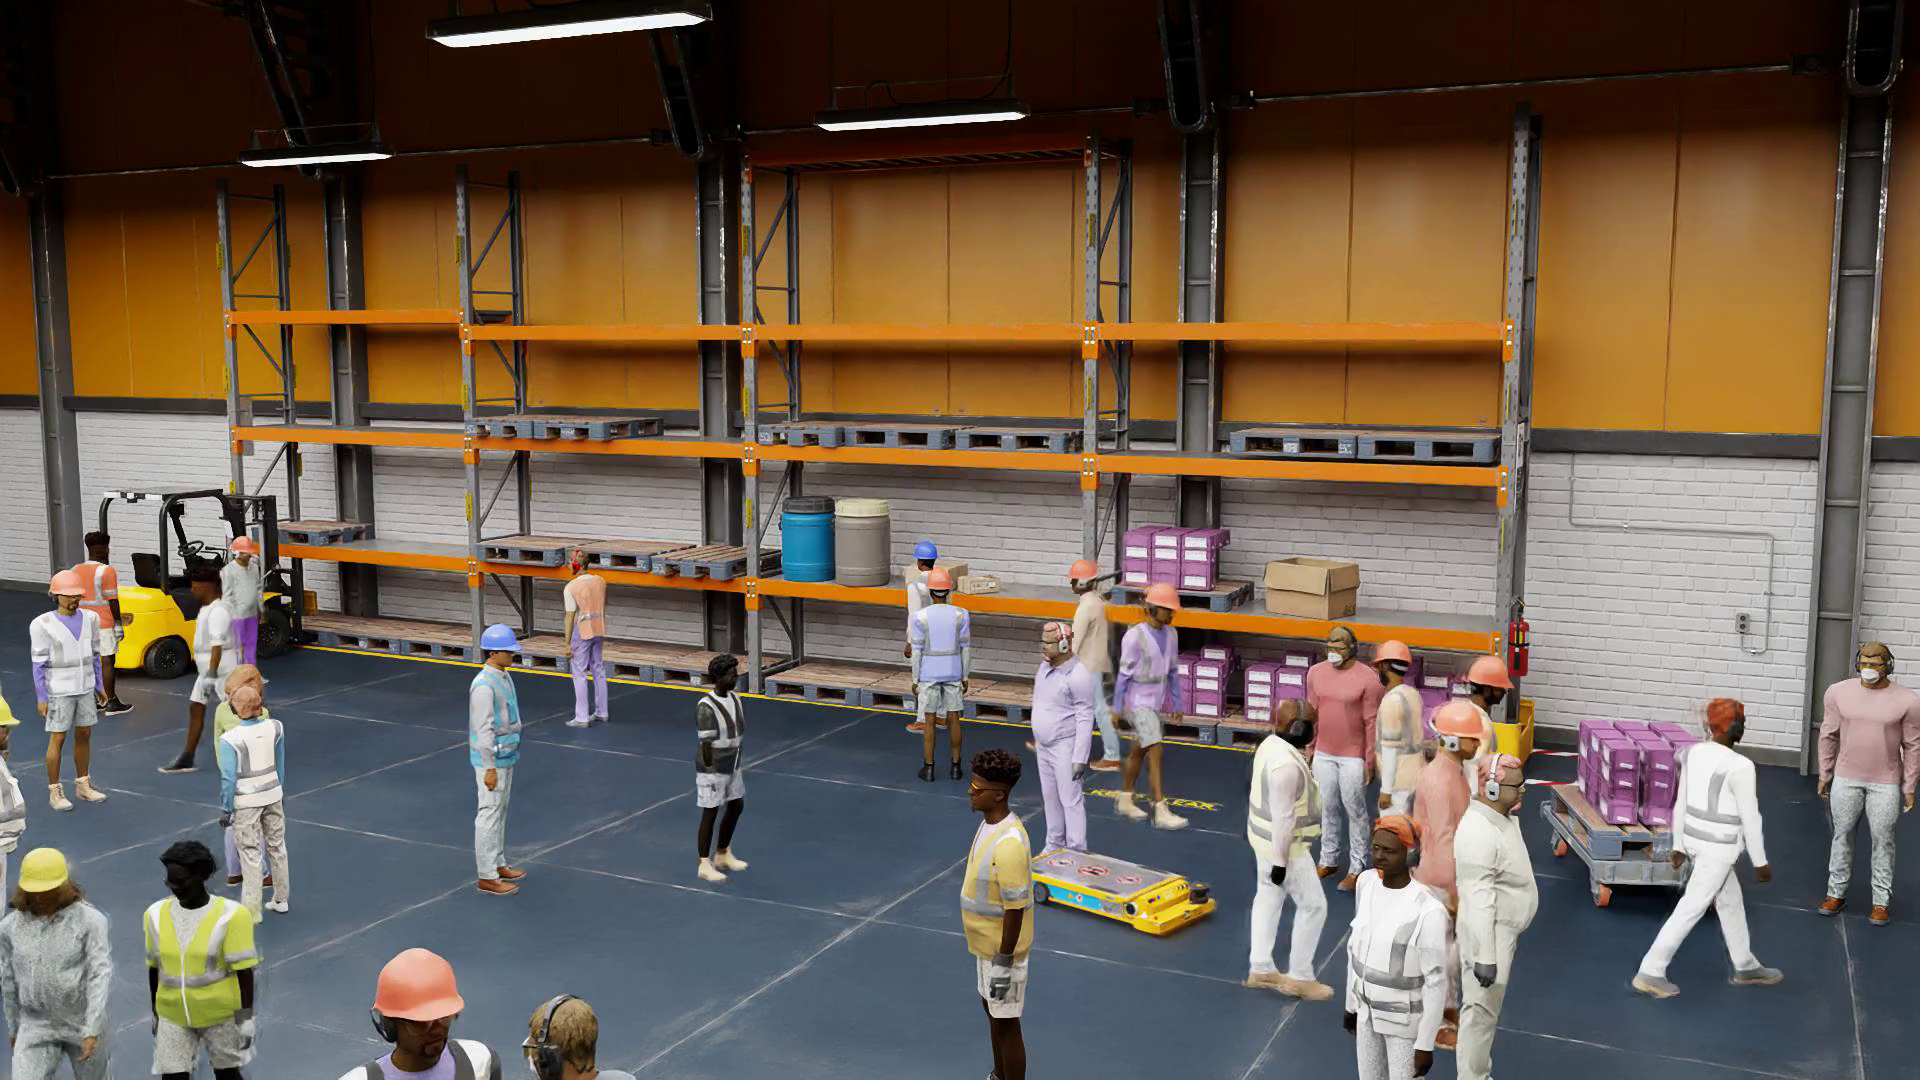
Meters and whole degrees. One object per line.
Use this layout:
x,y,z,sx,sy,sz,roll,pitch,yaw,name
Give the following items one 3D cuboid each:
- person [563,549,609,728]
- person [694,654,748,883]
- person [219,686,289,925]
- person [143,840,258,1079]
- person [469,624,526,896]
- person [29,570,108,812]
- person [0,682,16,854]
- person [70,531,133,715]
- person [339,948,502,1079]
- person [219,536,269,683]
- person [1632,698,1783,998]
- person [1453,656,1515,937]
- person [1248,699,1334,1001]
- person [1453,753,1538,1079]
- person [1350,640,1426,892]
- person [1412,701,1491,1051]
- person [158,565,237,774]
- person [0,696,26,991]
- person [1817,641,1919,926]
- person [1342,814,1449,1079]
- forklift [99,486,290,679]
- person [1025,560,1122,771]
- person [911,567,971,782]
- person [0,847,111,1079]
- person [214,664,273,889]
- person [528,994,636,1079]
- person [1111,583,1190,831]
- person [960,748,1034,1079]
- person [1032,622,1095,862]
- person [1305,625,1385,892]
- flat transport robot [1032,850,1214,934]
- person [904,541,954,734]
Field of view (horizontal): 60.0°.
-3.831,1.010,17.061,0.381,1.836,0.567,4,8,31,person
-1.760,1.666,12.234,0.321,1.689,0.532,3,8,26,person
-4.812,1.799,11.343,0.312,1.638,0.512,4,8,27,person
-3.565,2.230,7.866,0.547,1.688,0.746,0,7,-2,person
-3.332,1.566,11.999,0.405,1.946,0.609,0,7,-3,person
-7.523,1.263,14.108,0.393,2.041,0.613,4,8,28,person
-7.558,1.569,12.717,0.522,1.769,0.317,-2,7,-12,person
-9.120,0.879,17.624,0.600,1.959,0.375,2,7,19,person
-1.730,2.316,5.392,0.366,2.048,0.607,6,9,43,person
-8.187,0.816,19.037,0.344,1.742,0.571,2,7,17,person
4.545,1.863,10.090,1.024,1.831,0.572,-1,7,-5,person
3.369,1.709,10.975,0.497,1.919,0.557,0,7,-2,person
2.048,1.862,10.105,0.616,1.812,0.628,0,7,-2,person
2.713,2.016,8.447,0.409,1.907,0.651,3,8,23,person
2.973,1.644,11.615,0.571,1.893,0.571,4,8,31,person
2.761,1.879,9.291,0.483,1.978,0.627,4,8,29,person
-6.847,1.178,15.348,0.999,1.919,0.637,-5,9,-38,person
-5.938,1.850,10.185,0.403,1.821,0.601,-4,8,-30,person
6.203,1.646,11.374,0.636,1.939,0.363,5,9,38,person
1.923,2.147,7.457,0.348,1.884,0.584,-3,8,-25,person
-9.426,0.454,20.179,1.214,2.155,2.313,3,8,26,forklift
1.064,1.157,15.383,0.995,1.947,0.615,2,7,13,person
-0.181,1.208,14.979,0.545,1.942,0.351,-1,7,-11,person
-4.121,2.231,7.573,0.501,1.686,0.924,-2,7,-13,person
-5.169,1.713,12.075,0.507,1.631,0.275,3,8,23,person
-1.209,2.390,5.293,0.382,1.928,0.635,2,7,17,person
1.620,1.350,13.550,0.901,2.000,0.633,6,9,42,person
0.180,2.002,8.316,0.367,1.966,0.607,-1,7,-9,person
0.722,1.550,12.300,0.400,1.907,0.644,-4,8,-27,person
2.769,1.567,12.085,0.383,1.931,0.628,-7,10,-44,person
1.006,2.434,11.694,1.431,0.197,0.652,6,9,41,flat transport robot
-0.321,0.982,16.815,0.389,1.949,0.604,6,9,42,person
